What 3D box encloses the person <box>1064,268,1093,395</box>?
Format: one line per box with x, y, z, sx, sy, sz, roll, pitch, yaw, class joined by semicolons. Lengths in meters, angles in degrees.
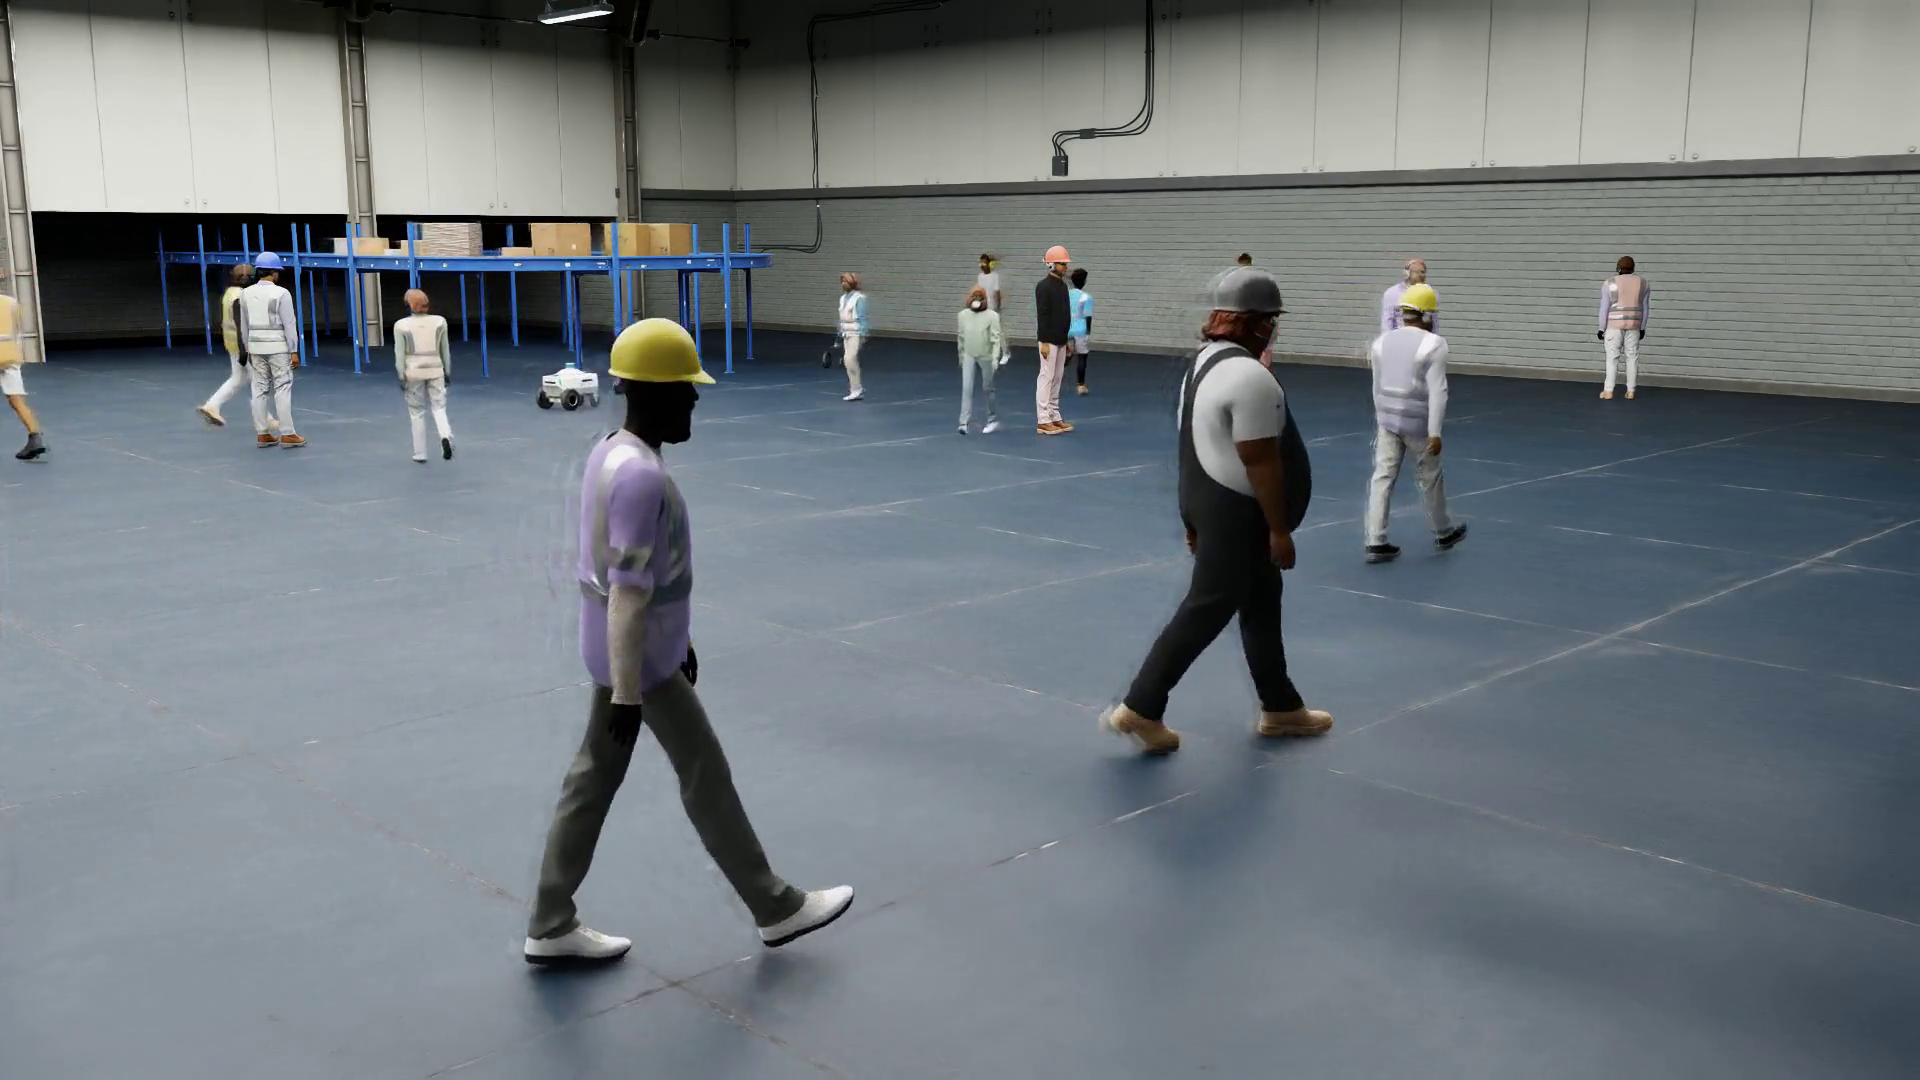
1.504;-2.755;22.026;0.549;1.679;0.597;8;13;36;person

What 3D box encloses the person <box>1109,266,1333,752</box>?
1.083;-0.128;6.842;0.989;2.000;0.692;-1;10;-5;person

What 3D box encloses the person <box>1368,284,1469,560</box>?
3.015;-0.779;10.950;0.902;1.785;0.625;-9;13;-39;person

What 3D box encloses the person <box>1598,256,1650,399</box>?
8.600;-2.757;21.605;0.620;1.845;0.429;1;10;4;person

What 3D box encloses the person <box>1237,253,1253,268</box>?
4.423;-3.552;25.940;0.558;1.842;0.563;2;11;11;person

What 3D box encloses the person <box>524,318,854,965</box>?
-0.836;0.306;4.799;0.976;1.871;0.613;-3;11;-17;person

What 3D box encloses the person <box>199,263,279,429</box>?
-7.904;-2.105;18.145;0.785;1.811;0.635;-7;13;-35;person

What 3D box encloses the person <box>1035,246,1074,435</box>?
1.021;-2.150;17.874;0.379;1.996;0.609;5;12;27;person

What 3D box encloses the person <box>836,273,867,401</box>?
-1.405;-2.584;21.231;0.395;1.622;0.544;-7;12;-33;person

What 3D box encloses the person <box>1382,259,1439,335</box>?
4.868;-2.104;18.031;0.643;1.859;1.009;0;10;-1;person

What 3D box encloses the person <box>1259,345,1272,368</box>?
2.636;-1.449;14.682;0.316;1.767;0.535;0;10;1;person

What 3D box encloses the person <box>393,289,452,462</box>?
-4.956;-1.515;15.409;0.517;1.621;0.546;-6;12;-30;person

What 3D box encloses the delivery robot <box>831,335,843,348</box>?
-1.878;-3.222;26.804;0.335;0.223;0.698;3;11;16;delivery robot

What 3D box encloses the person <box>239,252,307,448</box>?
-6.895;-1.906;16.680;0.614;1.943;0.405;3;11;17;person

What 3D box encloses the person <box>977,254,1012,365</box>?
0.505;-3.754;27.119;0.534;1.826;0.937;9;14;41;person

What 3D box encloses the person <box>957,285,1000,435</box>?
0.188;-1.897;17.589;0.529;1.587;0.872;4;11;21;person

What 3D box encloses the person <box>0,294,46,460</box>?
-9.044;-1.693;15.709;0.939;1.888;0.558;5;12;27;person

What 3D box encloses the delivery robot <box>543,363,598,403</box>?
-4.807;-1.940;20.522;0.477;0.478;0.707;6;12;30;delivery robot
